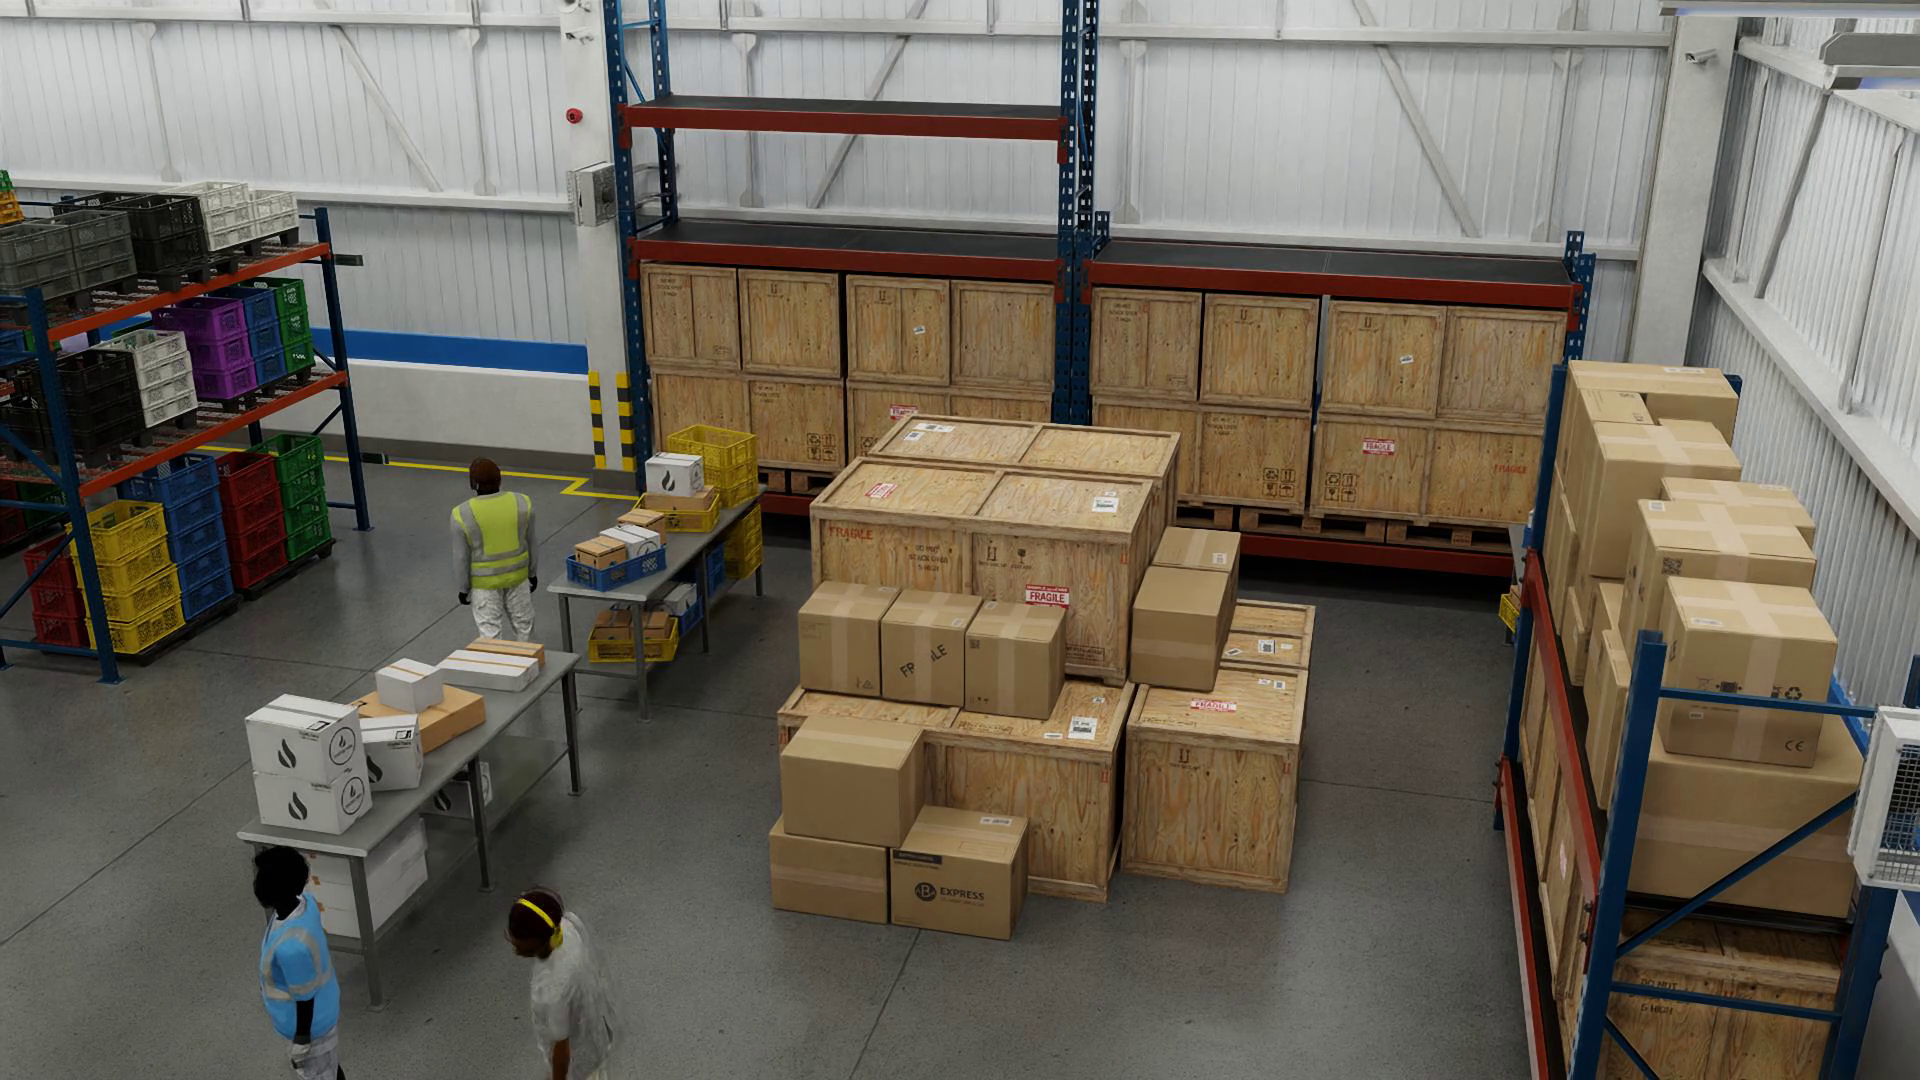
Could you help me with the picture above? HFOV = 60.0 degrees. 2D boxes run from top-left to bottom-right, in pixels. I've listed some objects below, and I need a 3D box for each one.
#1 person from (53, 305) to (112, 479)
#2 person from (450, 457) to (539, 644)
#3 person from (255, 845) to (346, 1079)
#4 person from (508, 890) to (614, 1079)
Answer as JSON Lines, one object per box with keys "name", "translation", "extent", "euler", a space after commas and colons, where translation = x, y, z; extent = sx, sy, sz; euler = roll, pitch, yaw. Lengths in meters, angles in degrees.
{"name": "person", "translation": [-8.739, -1.456, 16.498], "extent": [0.365, 1.940, 0.636], "euler": [2, 21, 6]}
{"name": "person", "translation": [-3.363, 0.281, 12.088], "extent": [0.624, 1.844, 0.429], "euler": [-13, 25, -31]}
{"name": "person", "translation": [-2.943, 2.125, 7.458], "extent": [0.315, 1.700, 0.540], "euler": [-7, 22, -18]}
{"name": "person", "translation": [-1.639, 2.192, 7.111], "extent": [0.396, 1.829, 0.705], "euler": [-1, 21, -3]}
